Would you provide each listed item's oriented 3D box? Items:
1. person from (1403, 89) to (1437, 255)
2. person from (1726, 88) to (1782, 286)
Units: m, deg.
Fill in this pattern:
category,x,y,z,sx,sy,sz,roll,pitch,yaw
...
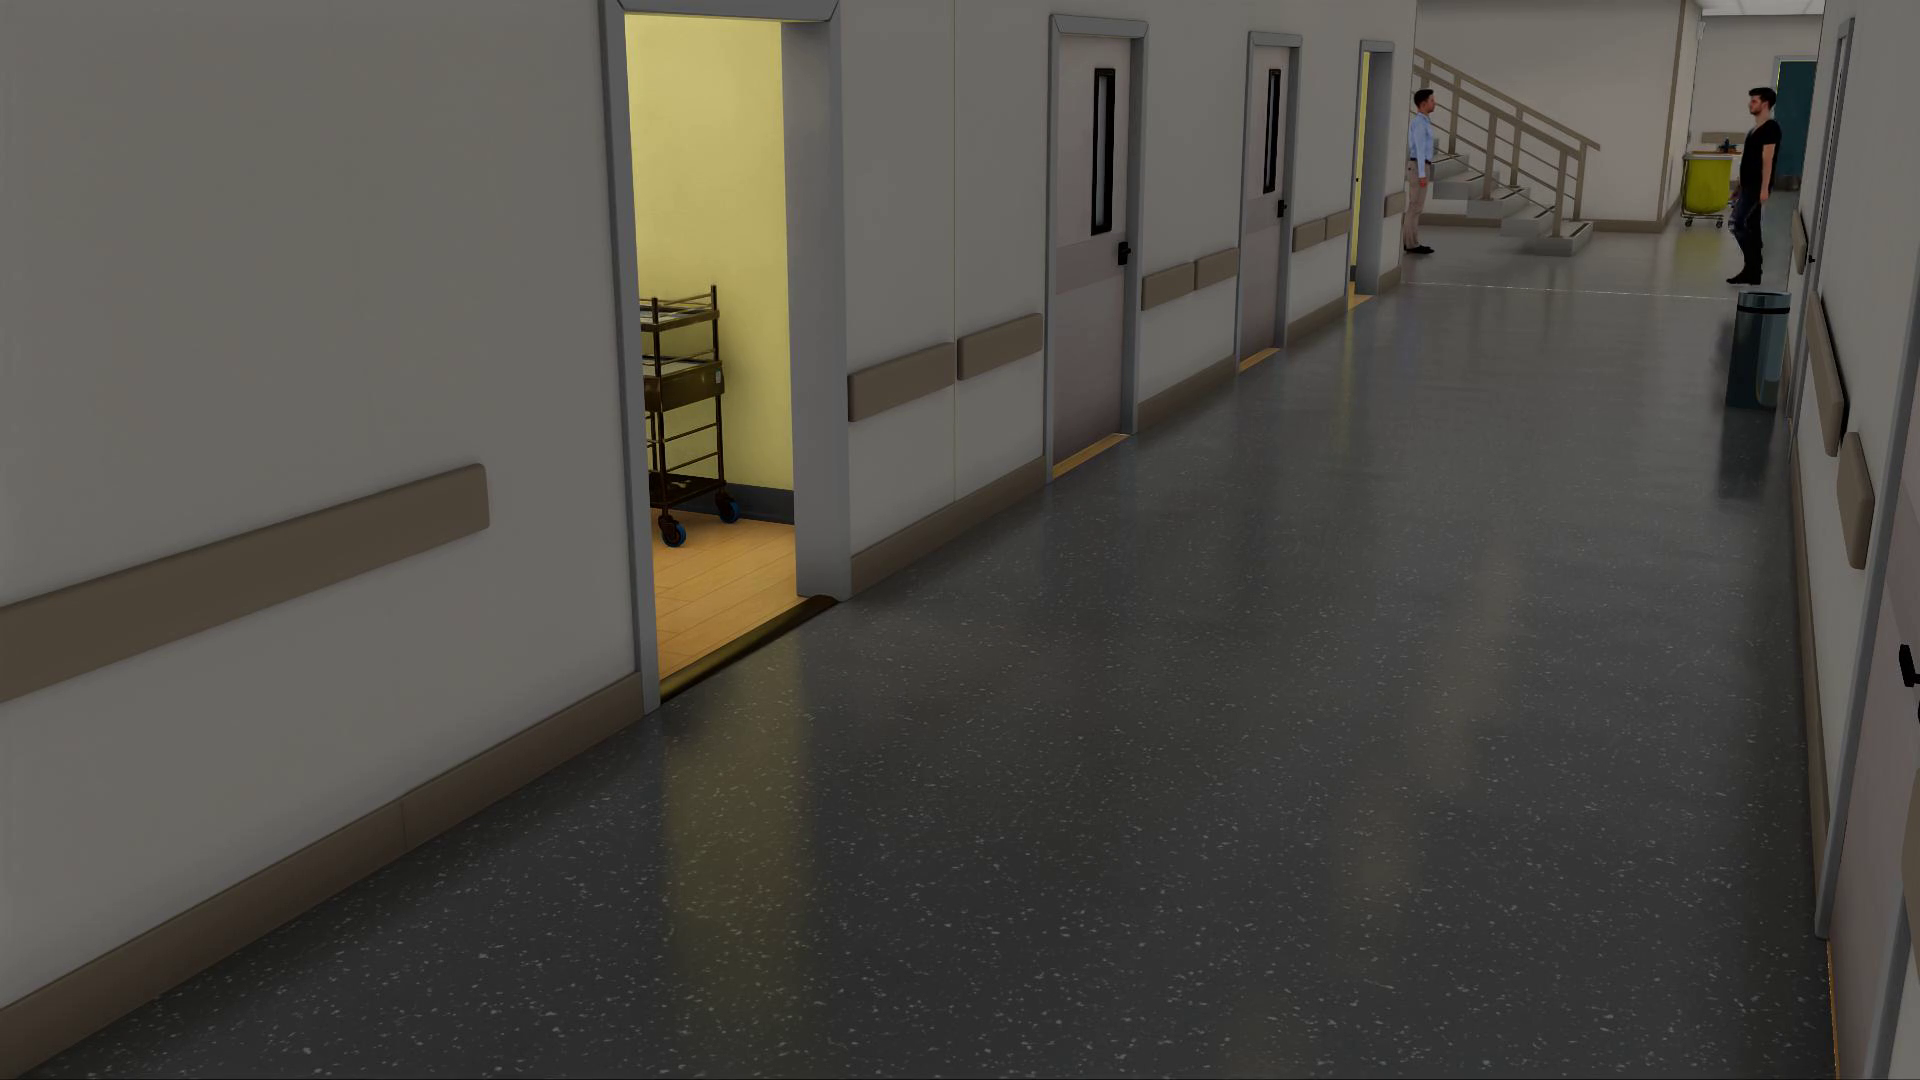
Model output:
category,x,y,z,sx,sy,sz,roll,pitch,yaw
person,5.302,-4.253,19.206,0.688,1.848,0.706,3,16,9
person,7.847,-3.425,16.201,0.682,1.884,0.731,4,16,13
